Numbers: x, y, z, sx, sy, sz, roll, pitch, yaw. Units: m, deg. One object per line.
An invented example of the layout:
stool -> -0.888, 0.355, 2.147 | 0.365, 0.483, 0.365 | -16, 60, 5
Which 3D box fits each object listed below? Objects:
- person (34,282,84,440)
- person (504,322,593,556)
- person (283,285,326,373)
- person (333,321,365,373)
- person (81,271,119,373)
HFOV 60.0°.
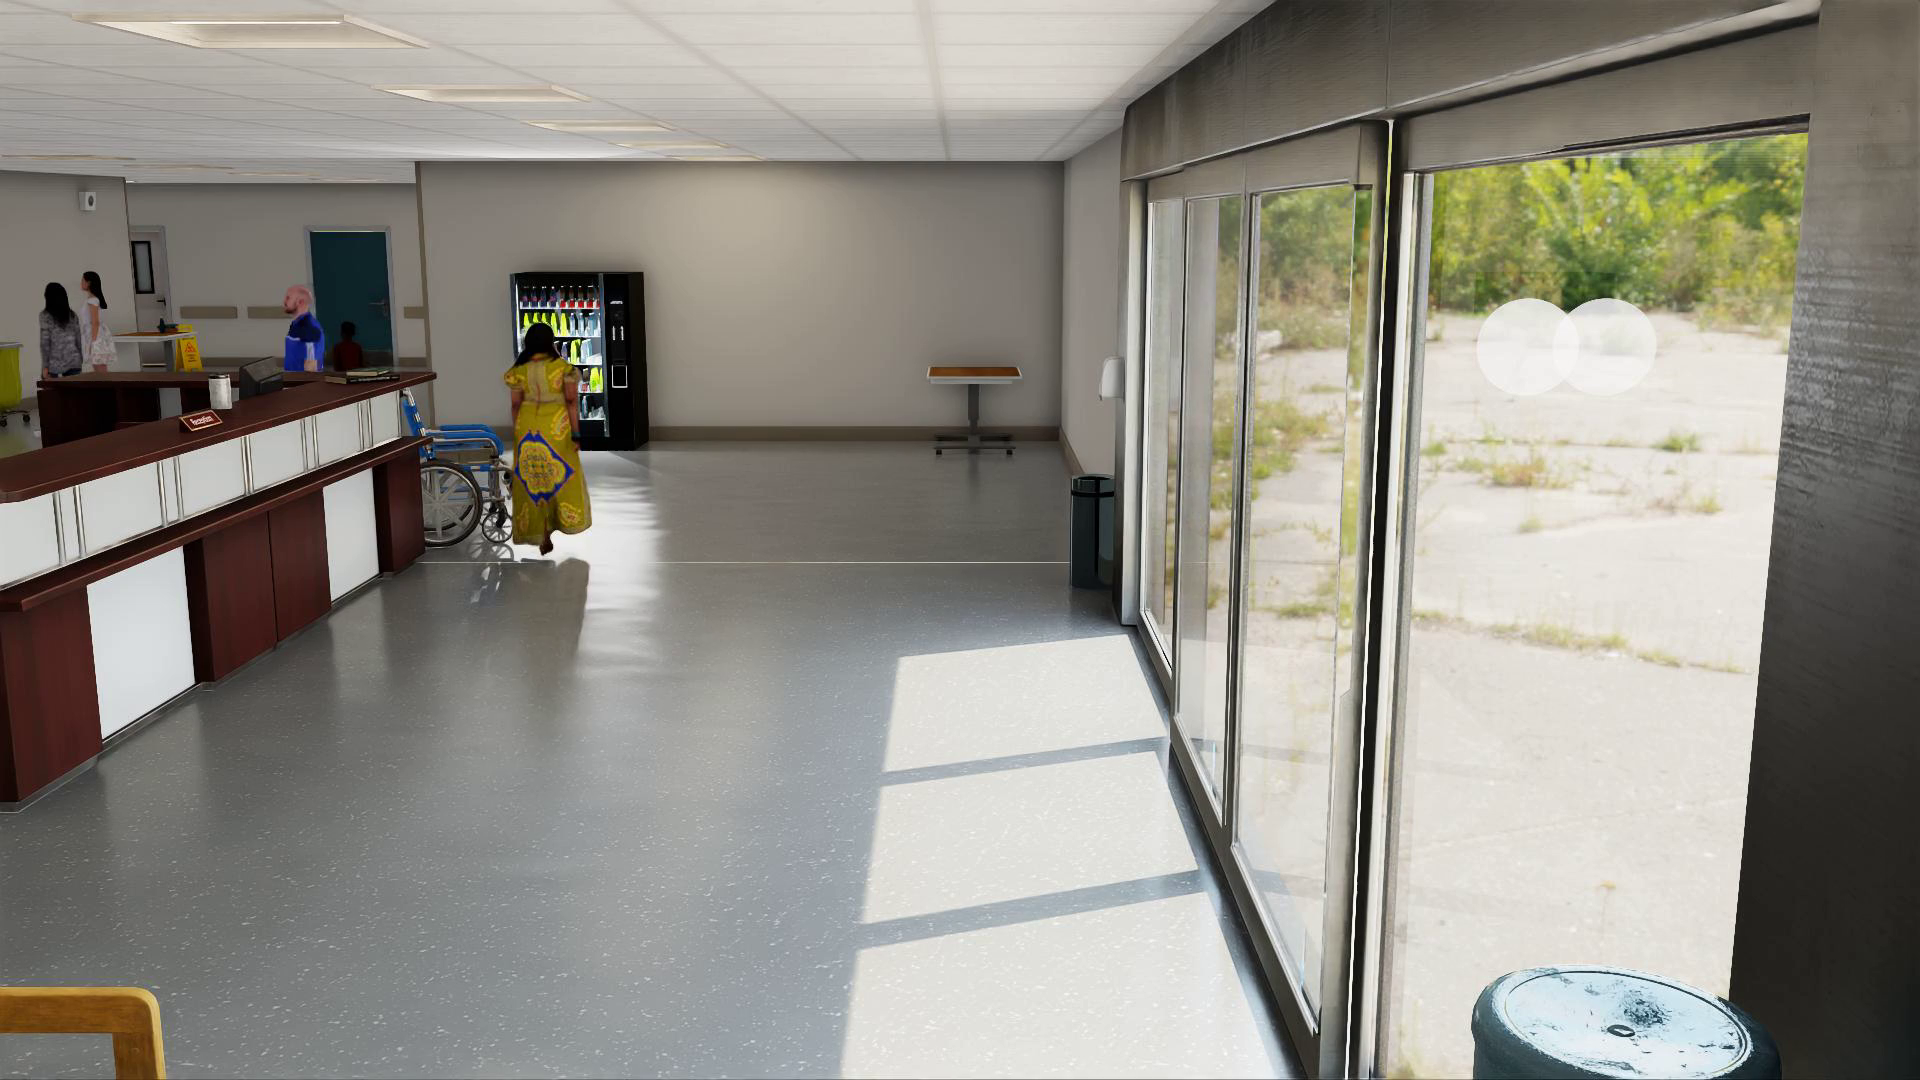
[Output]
person -> -9.489, -1.850, 17.655 | 1.104, 1.703, 0.990 | 8, 13, 35
person -> -2.943, -0.692, 11.769 | 1.222, 1.622, 0.881 | -1, 11, -7
person -> -5.423, -1.225, 14.009 | 0.909, 1.835, 0.852 | -7, 13, -32
person -> -6.870, -1.833, 18.783 | 0.603, 1.249, 0.665 | -10, 15, -43
person -> -10.439, -2.354, 20.121 | 0.761, 1.775, 0.745 | -4, 12, -22
